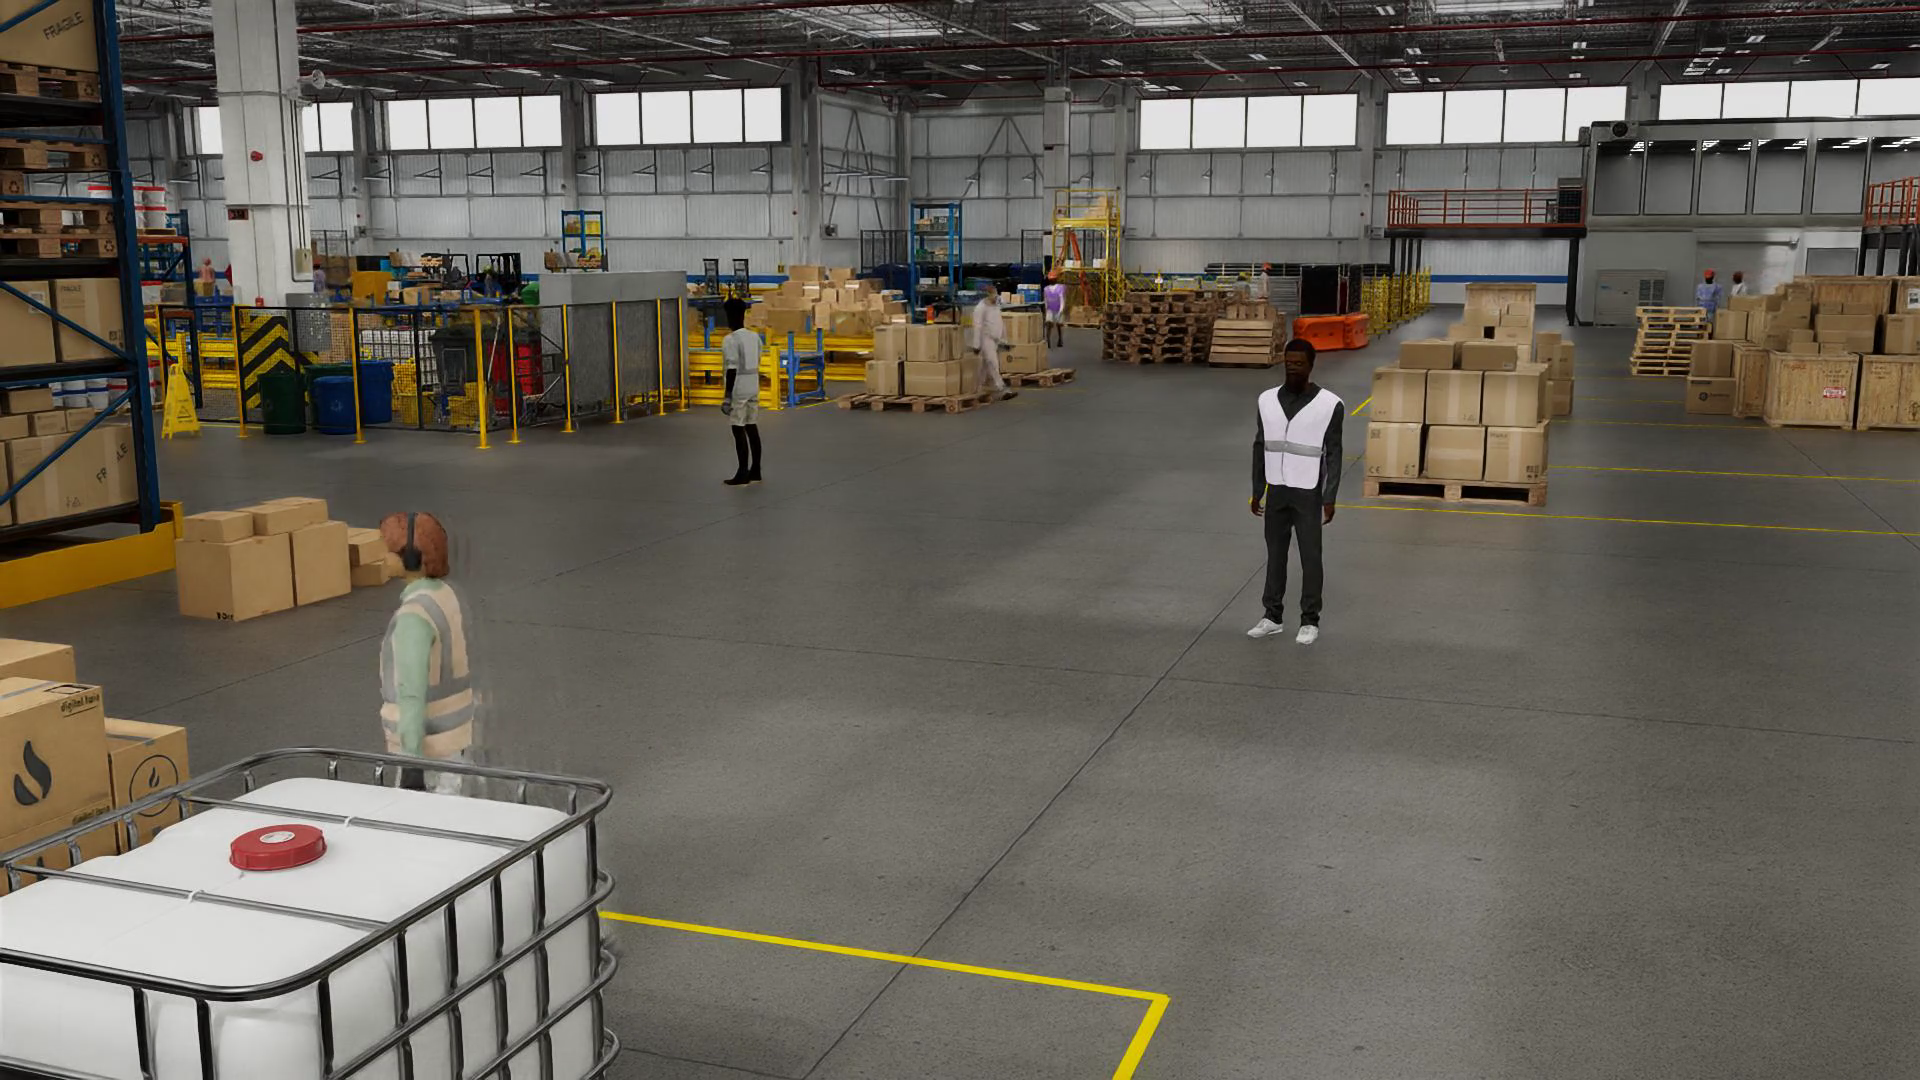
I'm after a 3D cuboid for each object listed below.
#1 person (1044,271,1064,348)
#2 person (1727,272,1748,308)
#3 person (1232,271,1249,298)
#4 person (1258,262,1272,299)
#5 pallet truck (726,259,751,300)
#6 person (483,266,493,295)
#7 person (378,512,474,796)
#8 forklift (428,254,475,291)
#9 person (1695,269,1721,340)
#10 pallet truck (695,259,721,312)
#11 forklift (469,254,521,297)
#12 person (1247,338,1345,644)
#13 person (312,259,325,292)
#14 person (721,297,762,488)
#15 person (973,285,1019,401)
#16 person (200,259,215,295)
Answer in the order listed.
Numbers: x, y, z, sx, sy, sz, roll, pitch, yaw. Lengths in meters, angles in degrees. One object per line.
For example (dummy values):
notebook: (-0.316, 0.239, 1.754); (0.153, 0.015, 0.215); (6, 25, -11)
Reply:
person: (2.306, -5.622, 40.572); (0.543, 1.889, 1.031); (3, 11, 18)
person: (19.216, -5.725, 41.269); (0.999, 1.823, 0.594); (0, 10, 2)
person: (8.373, -7.160, 49.637); (0.506, 1.717, 0.368); (2, 10, 9)
person: (8.912, -7.115, 48.661); (0.391, 1.986, 0.609); (0, 10, 0)
pallet truck: (-7.986, -9.493, 62.019); (0.823, 1.965, 1.885); (3, 11, 17)
person: (-16.656, -8.781, 58.685); (0.375, 1.750, 0.541); (-1, 10, -5)
person: (-1.759, 0.694, 5.708); (0.728, 1.616, 0.519); (-2, 10, -10)
forklift: (-20.133, -10.254, 65.465); (1.157, 1.987, 2.680); (3, 11, 19)
person: (17.930, -5.538, 39.929); (0.543, 1.934, 0.362); (7, 13, 36)
pallet truck: (-9.165, -9.627, 62.776); (0.823, 1.965, 1.885); (4, 11, 23)
forklift: (-17.990, -10.121, 64.684); (1.157, 1.987, 2.680); (3, 11, 17)
person: (2.120, -0.312, 10.532); (0.595, 1.921, 0.386); (7, 12, 35)
person: (-22.000, -8.638, 57.196); (0.985, 2.011, 0.618); (2, 10, 9)
person: (-2.272, -1.524, 17.235); (0.367, 1.963, 0.609); (5, 11, 25)
person: (0.551, -3.146, 26.651); (0.998, 1.852, 0.659); (5, 11, 28)
person: (-30.529, -10.431, 67.489); (0.608, 1.946, 1.045); (-2, 10, -9)
